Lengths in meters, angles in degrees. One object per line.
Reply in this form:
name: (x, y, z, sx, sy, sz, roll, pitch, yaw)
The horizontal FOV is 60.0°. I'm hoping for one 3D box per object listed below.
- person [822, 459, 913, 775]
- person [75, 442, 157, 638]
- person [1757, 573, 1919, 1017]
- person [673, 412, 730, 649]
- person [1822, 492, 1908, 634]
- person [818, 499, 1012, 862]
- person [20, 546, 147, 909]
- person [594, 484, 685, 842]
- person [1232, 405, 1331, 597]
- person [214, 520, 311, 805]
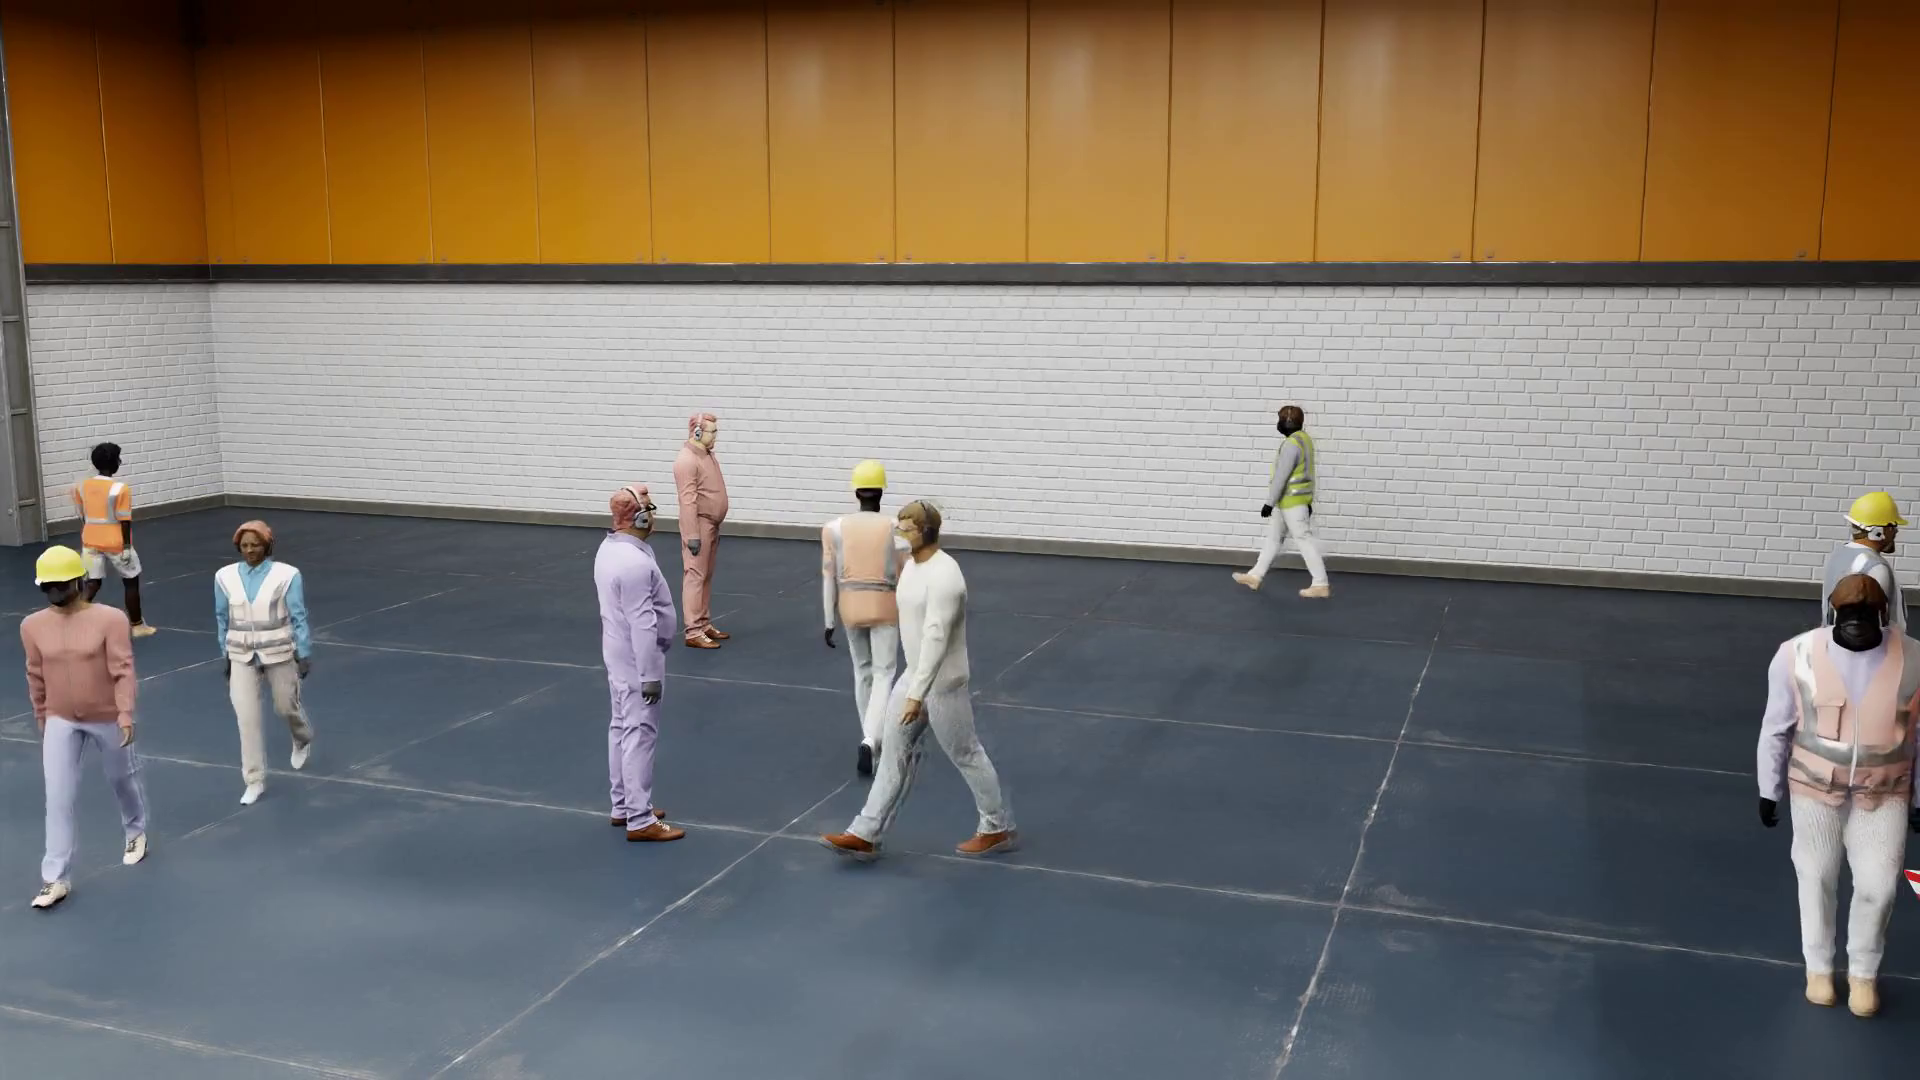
person: (-0.558, 0.453, 10.214, 0.591, 1.899, 0.882, 1, 9, 9)
person: (-6.958, 0.038, 13.496, 0.534, 1.669, 0.798, 2, 9, 12)
person: (3.607, 1.038, 6.788, 0.660, 1.825, 0.518, 4, 10, 26)
person: (-2.080, -0.083, 13.510, 0.408, 1.906, 0.638, 1, 9, 6)
person: (4.995, 0.644, 9.214, 0.404, 1.835, 0.586, 1, 9, 4)
person: (-0.195, 0.735, 8.497, 1.045, 1.884, 0.650, -4, 10, -24)
person: (-4.317, 0.865, 8.213, 0.538, 1.719, 0.923, -1, 9, -9)
person: (-1.717, 0.652, 8.922, 0.410, 1.912, 0.651, -4, 10, -25)
person: (3.062, -0.363, 15.609, 0.976, 1.792, 0.627, 3, 10, 19)
person: (-4.058, 0.669, 9.753, 0.526, 1.613, 0.748, -1, 9, -5)
